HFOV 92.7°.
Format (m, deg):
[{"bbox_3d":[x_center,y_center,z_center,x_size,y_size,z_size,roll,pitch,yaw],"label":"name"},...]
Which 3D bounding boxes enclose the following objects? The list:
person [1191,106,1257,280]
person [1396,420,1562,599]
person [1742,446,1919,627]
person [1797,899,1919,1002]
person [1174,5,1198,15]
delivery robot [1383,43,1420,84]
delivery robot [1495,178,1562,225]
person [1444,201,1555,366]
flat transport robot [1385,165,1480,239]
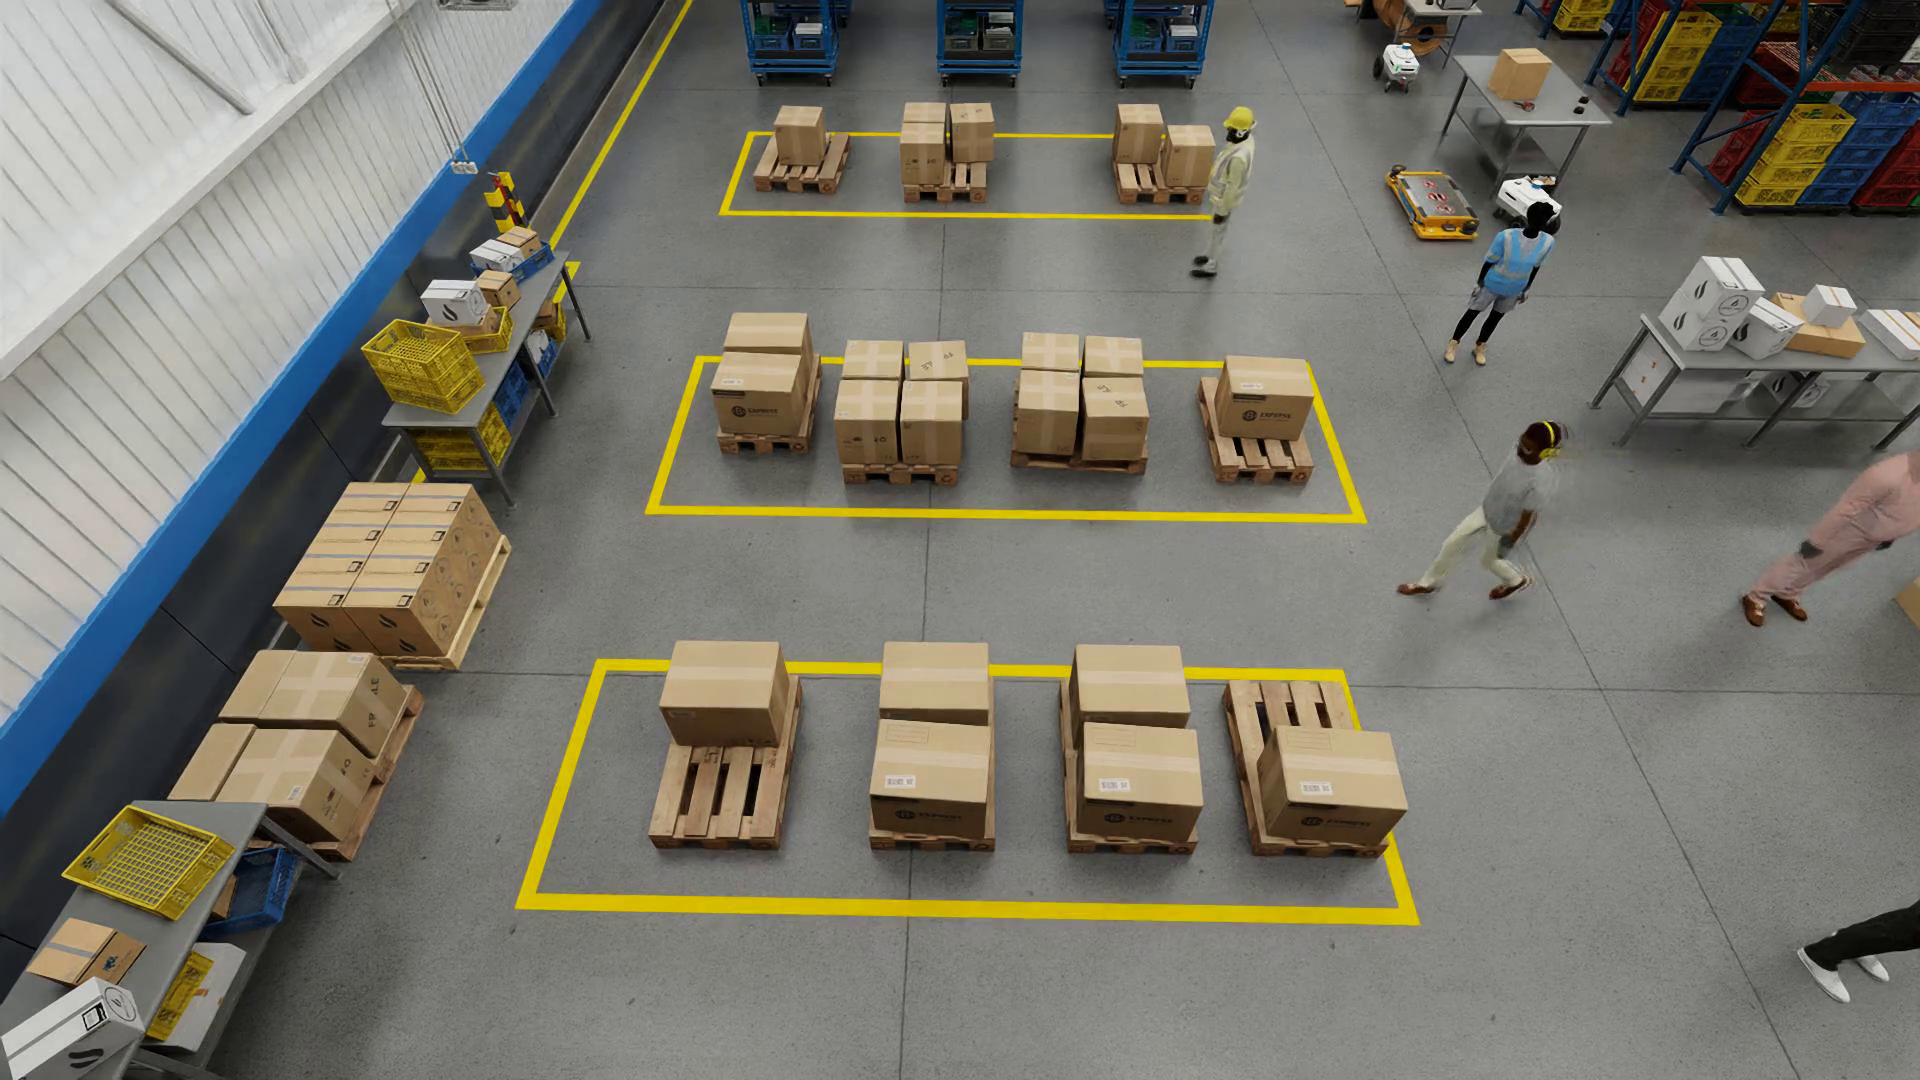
[{"bbox_3d":[2.783,-3.626,9.628,0.404,1.831,0.593,13,50,11],"label":"person"},{"bbox_3d":[3.958,-0.155,6.629,0.861,1.836,0.528,-2,49,-2],"label":"person"},{"bbox_3d":[6.380,-0.063,6.498,0.648,1.907,0.406,-9,50,-8],"label":"person"},{"bbox_3d":[5.263,1.922,4.780,0.585,1.910,0.387,-14,51,-12],"label":"person"},{"bbox_3d":[3.816,-9.390,14.743,0.512,1.639,0.312,31,56,24],"label":"person"},{"bbox_3d":[6.378,-6.917,13.256,0.477,0.478,0.707,3,49,2],"label":"delivery robot"},{"bbox_3d":[6.624,-3.944,10.682,0.477,0.478,0.707,-11,50,-10],"label":"delivery robot"},{"bbox_3d":[5.119,-2.398,8.653,0.533,1.697,0.319,7,49,6],"label":"person"},{"bbox_3d":[5.692,-4.094,11.059,0.652,0.197,1.431,1,49,1],"label":"flat transport robot"}]
